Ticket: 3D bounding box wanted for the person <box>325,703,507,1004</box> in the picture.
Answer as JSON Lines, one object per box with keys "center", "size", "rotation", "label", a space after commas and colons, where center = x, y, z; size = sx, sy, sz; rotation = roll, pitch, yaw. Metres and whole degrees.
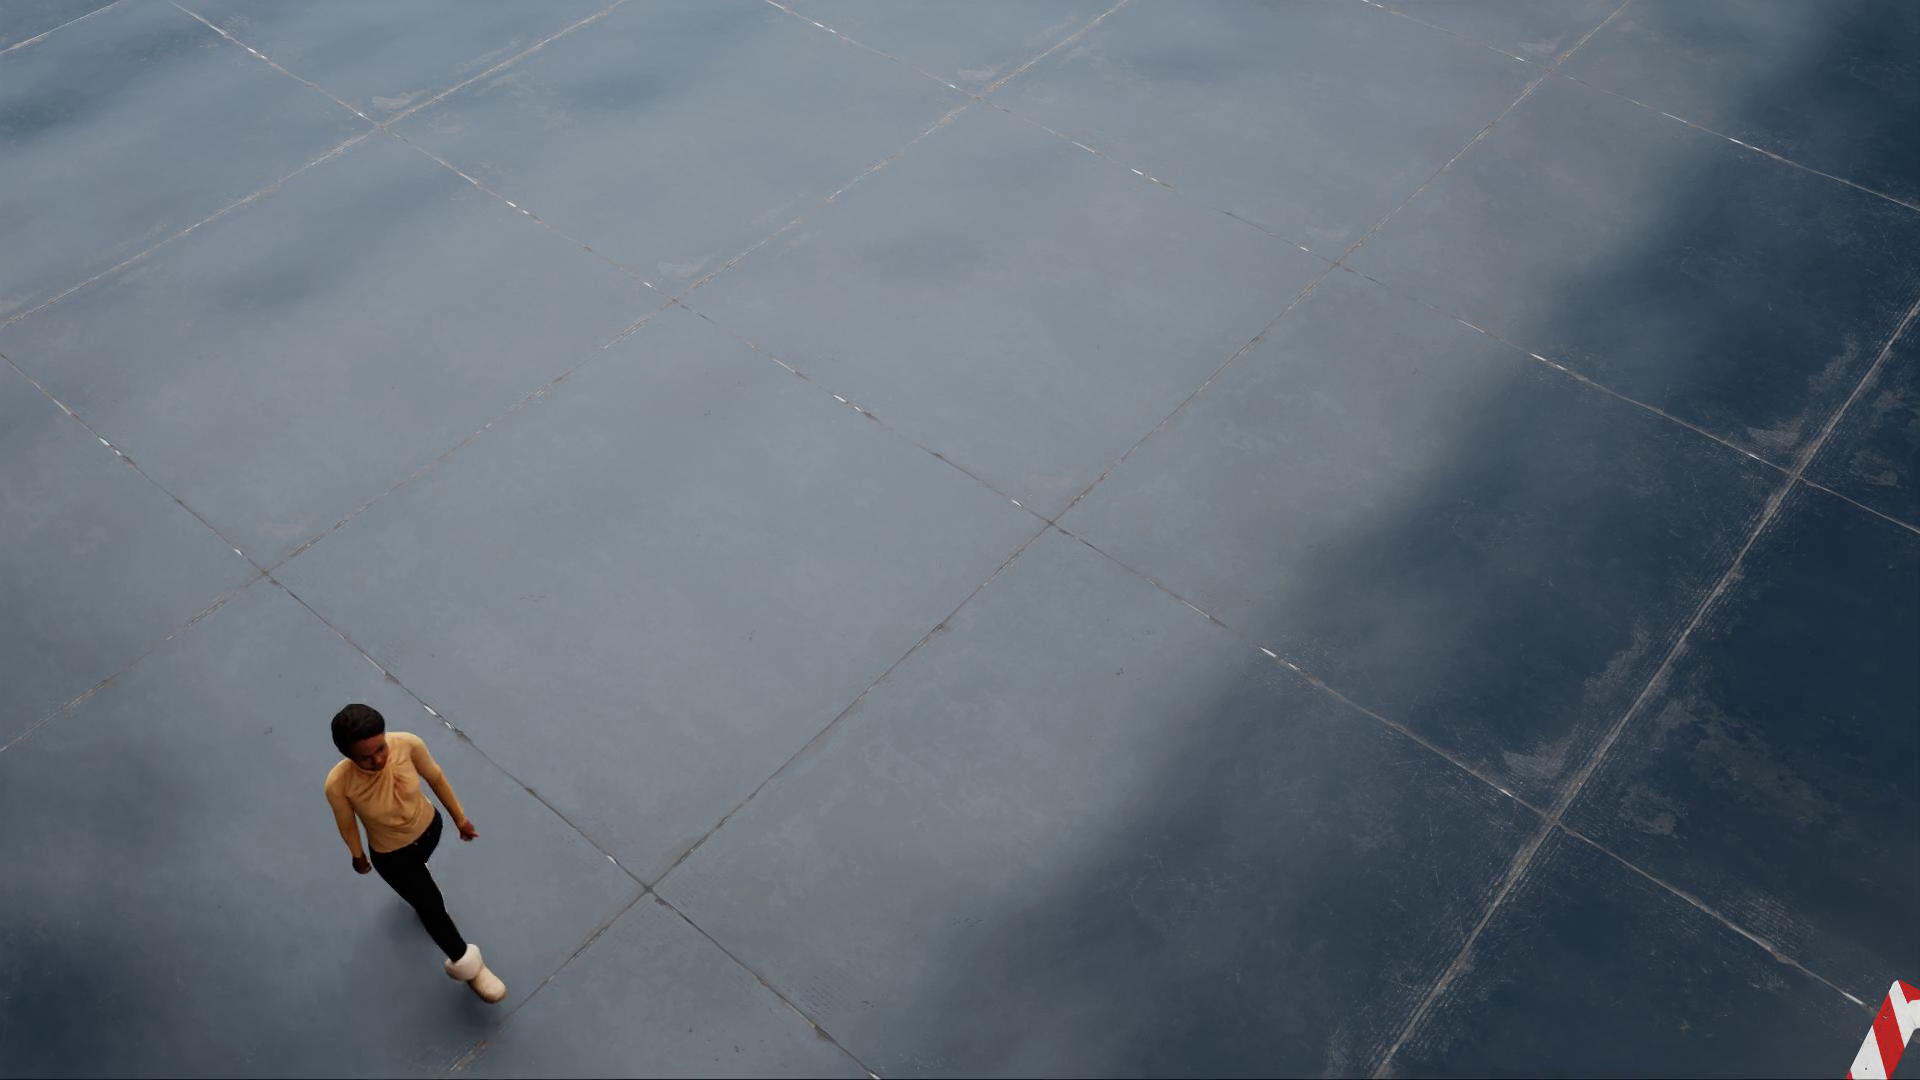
{"center": [-2.332, 1.173, 6.877], "size": [1.096, 1.620, 0.658], "rotation": [36, 57, 29], "label": "person"}
